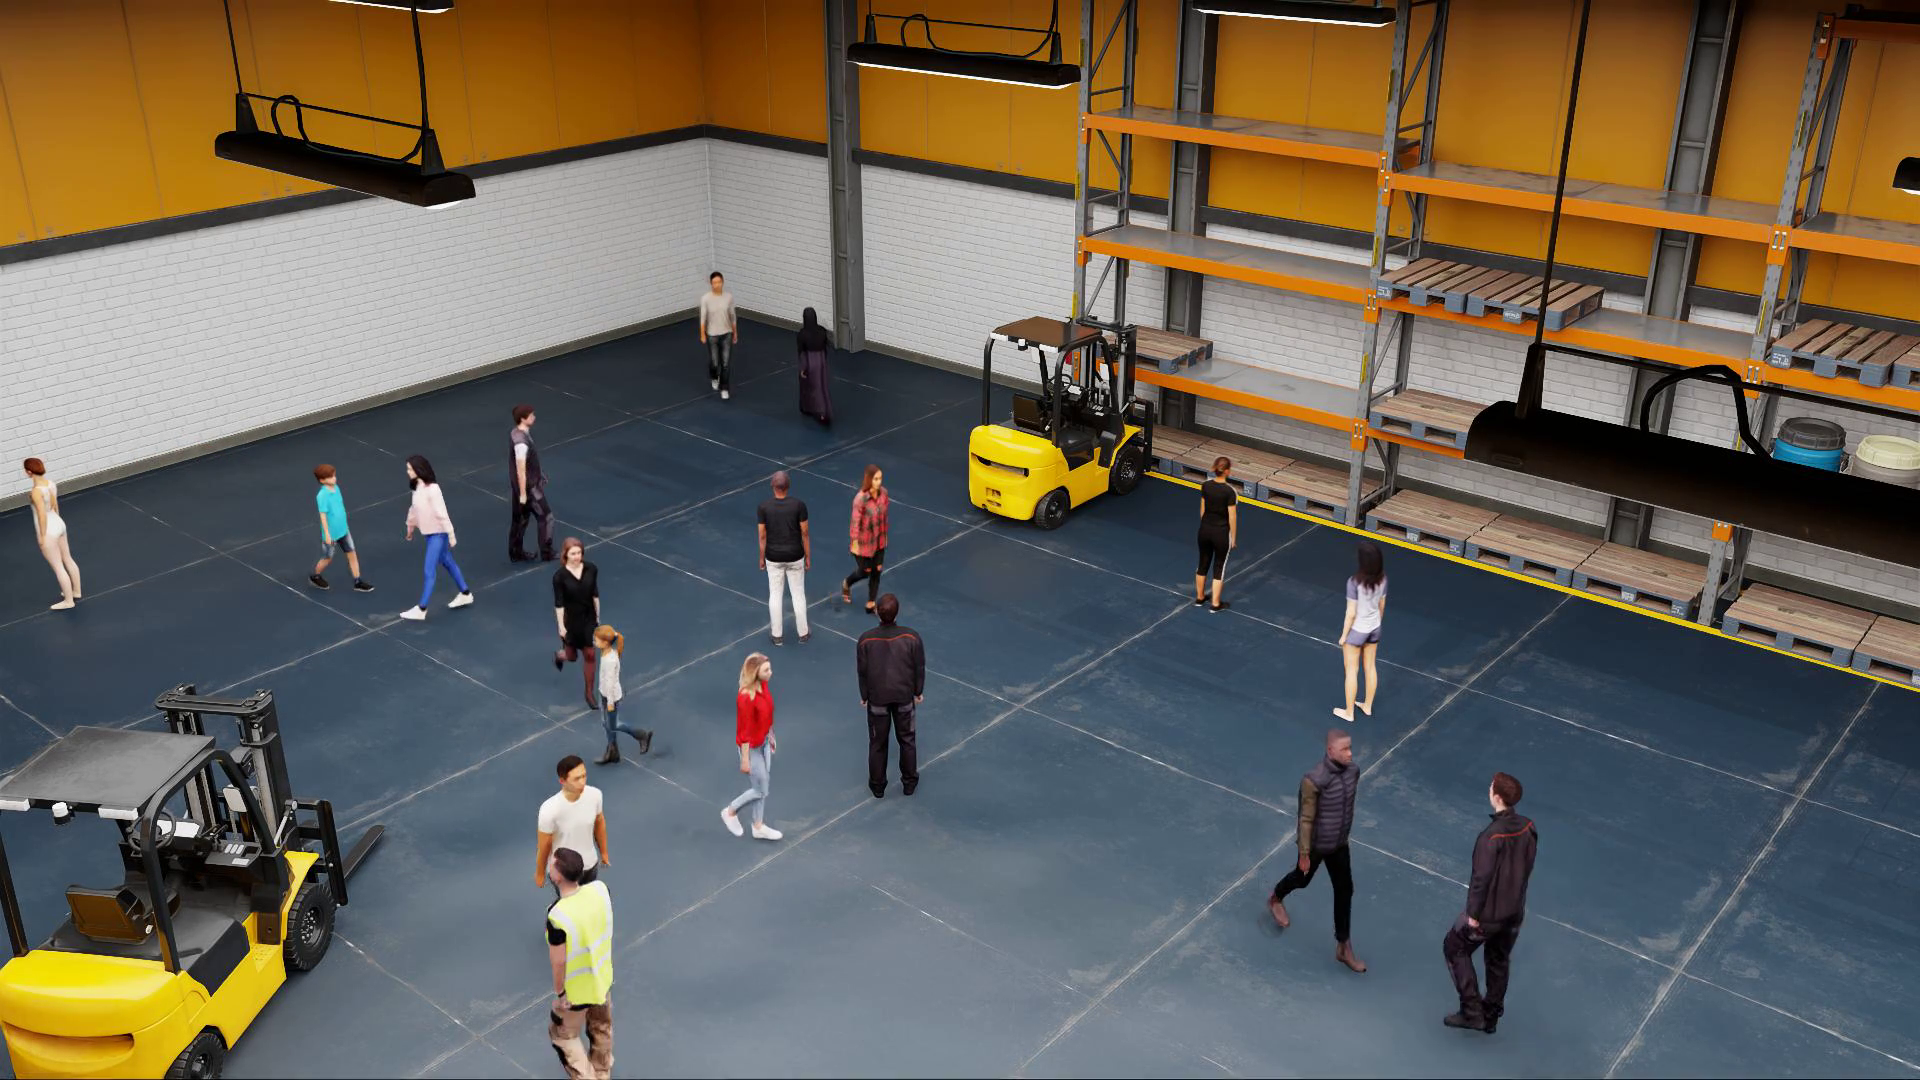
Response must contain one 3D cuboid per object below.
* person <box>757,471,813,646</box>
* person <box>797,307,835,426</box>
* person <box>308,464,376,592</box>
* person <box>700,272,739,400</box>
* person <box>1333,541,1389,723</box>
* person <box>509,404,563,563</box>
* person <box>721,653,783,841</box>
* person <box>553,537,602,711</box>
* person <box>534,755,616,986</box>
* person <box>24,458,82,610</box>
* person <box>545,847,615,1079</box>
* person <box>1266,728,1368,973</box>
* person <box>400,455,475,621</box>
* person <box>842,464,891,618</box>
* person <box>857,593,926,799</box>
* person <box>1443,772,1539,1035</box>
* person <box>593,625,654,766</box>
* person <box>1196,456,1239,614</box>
[{"bbox_3d":[-1.727,0.174,16.338,0.753,1.804,0.806,-3,24,-6],"label":"person"},{"bbox_3d":[-1.935,-2.322,22.295,0.980,1.606,1.202,-8,25,-18],"label":"person"},{"bbox_3d":[-6.632,-0.114,17.469,1.022,1.425,0.761,7,25,16],"label":"person"},{"bbox_3d":[-3.393,-2.910,23.401,0.837,1.798,0.900,-7,25,-16],"label":"person"},{"bbox_3d":[3.620,0.813,14.961,0.653,1.735,0.638,-11,26,-24],"label":"person"},{"bbox_3d":[-4.815,-0.586,18.047,0.949,1.827,0.926,-10,26,-23],"label":"person"},{"bbox_3d":[-1.690,1.631,13.141,0.849,1.695,0.783,5,24,11],"label":"person"},{"bbox_3d":[-3.532,0.727,15.224,0.700,1.683,0.967,-17,29,-34],"label":"person"},{"bbox_3d":[-2.769,2.248,11.650,1.092,1.759,0.652,19,30,37],"label":"person"},{"bbox_3d":[-9.352,-0.089,17.140,0.668,1.643,0.613,-1,24,-3],"label":"person"},{"bbox_3d":[-2.312,2.751,10.404,0.732,1.834,0.706,15,28,31],"label":"person"},{"bbox_3d":[2.536,2.126,11.887,1.000,1.793,1.313,-13,27,-28],"label":"person"},{"bbox_3d":[-5.253,-0.057,16.962,0.892,1.728,1.049,-18,29,-35],"label":"person"},{"bbox_3d":[-0.967,-0.011,16.909,0.644,1.685,0.806,-21,31,-40],"label":"person"},{"bbox_3d":[-0.572,1.286,13.750,0.782,1.839,0.835,-3,24,-6],"label":"person"},{"bbox_3d":[3.583,2.471,10.974,0.826,1.892,0.825,-14,27,-28],"label":"person"},{"bbox_3d":[-2.938,1.337,14.301,0.750,1.304,0.767,-8,25,-18],"label":"person"},{"bbox_3d":[2.617,-0.069,17.062,0.464,1.669,0.643,21,31,39],"label":"person"}]
